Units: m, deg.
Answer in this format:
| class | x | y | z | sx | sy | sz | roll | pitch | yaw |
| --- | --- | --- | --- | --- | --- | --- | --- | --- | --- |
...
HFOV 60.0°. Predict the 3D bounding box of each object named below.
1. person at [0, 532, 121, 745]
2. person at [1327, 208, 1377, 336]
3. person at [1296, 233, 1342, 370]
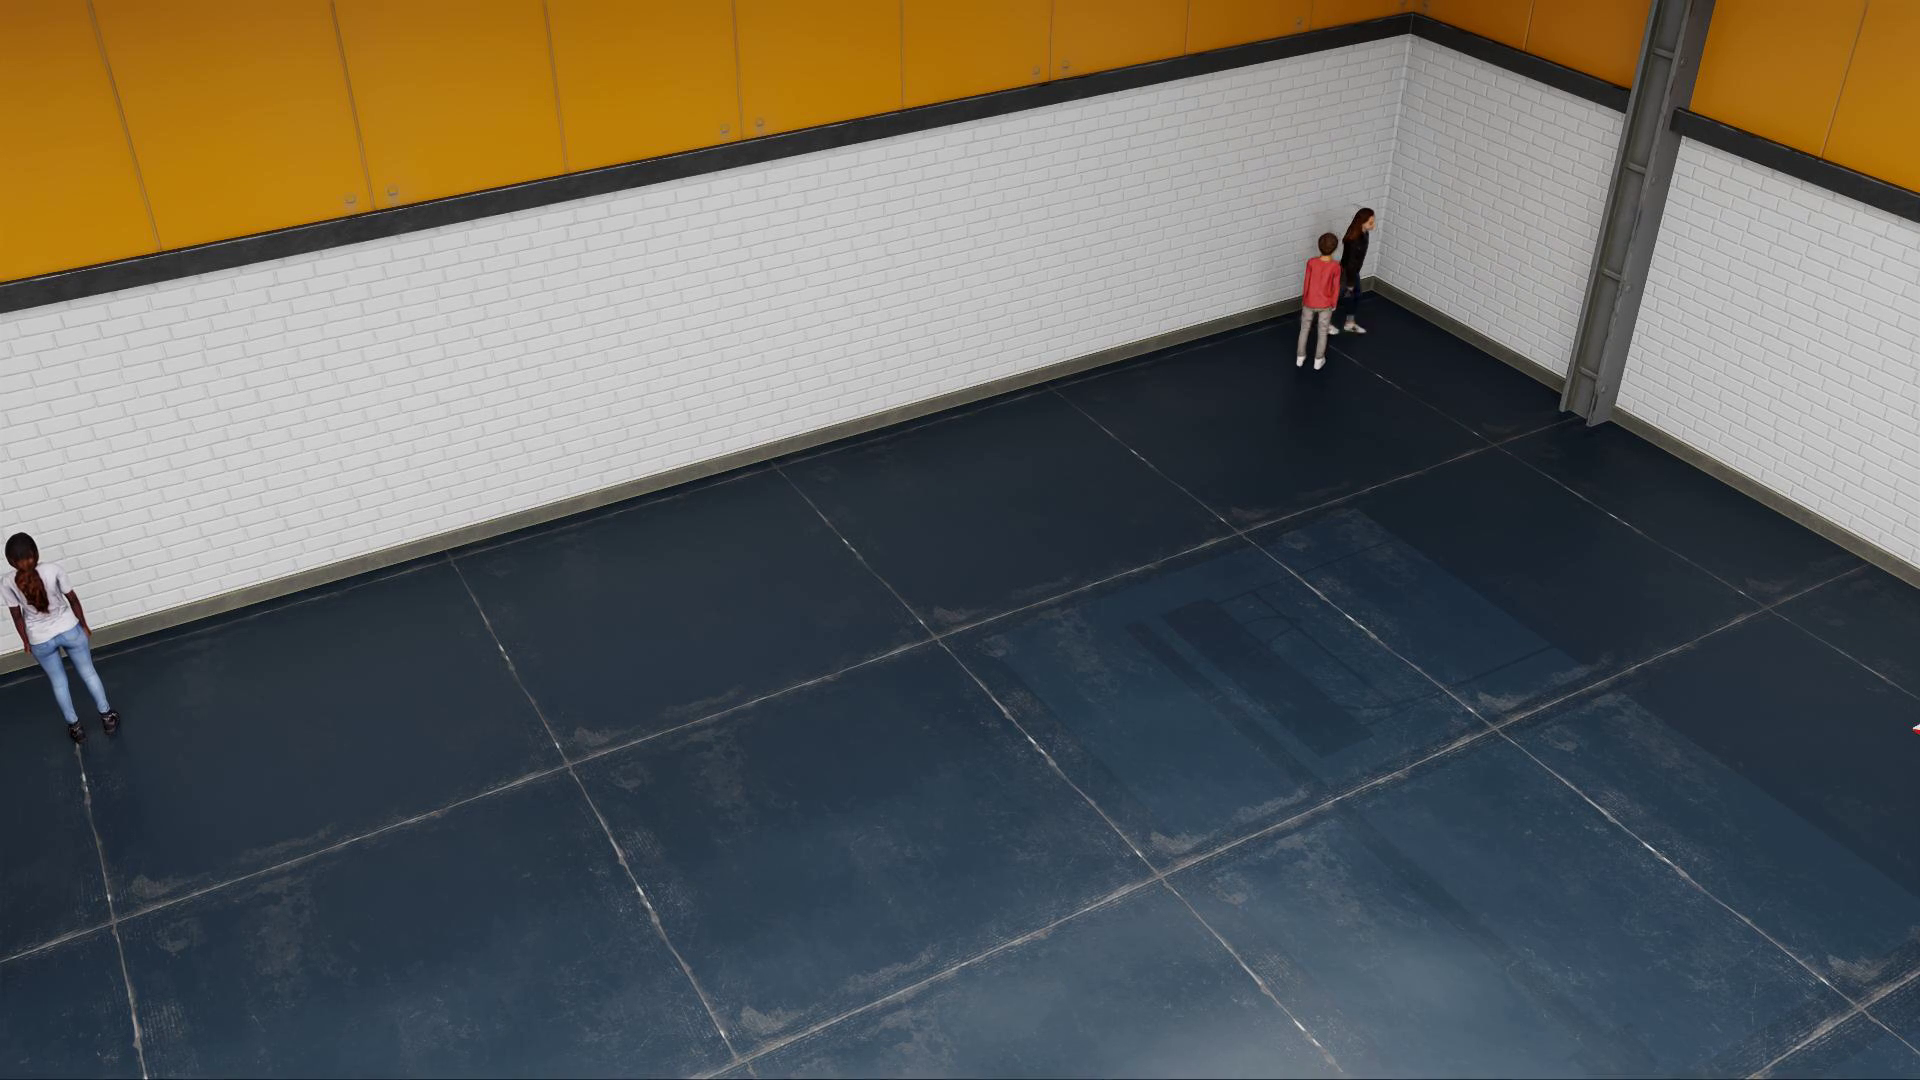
| class | x | y | z | sx | sy | sz | roll | pitch | yaw |
| --- | --- | --- | --- | --- | --- | --- | --- | --- | --- |
| person | -6.335 | 0.676 | 11.657 | 0.580 | 1.719 | 0.509 | -18 | 38 | -25 |
| person | 3.933 | -2.776 | 17.102 | 0.834 | 1.440 | 0.751 | 14 | 36 | 20 |
| person | 3.560 | -2.378 | 16.525 | 0.568 | 1.415 | 0.638 | 11 | 35 | 16 |
